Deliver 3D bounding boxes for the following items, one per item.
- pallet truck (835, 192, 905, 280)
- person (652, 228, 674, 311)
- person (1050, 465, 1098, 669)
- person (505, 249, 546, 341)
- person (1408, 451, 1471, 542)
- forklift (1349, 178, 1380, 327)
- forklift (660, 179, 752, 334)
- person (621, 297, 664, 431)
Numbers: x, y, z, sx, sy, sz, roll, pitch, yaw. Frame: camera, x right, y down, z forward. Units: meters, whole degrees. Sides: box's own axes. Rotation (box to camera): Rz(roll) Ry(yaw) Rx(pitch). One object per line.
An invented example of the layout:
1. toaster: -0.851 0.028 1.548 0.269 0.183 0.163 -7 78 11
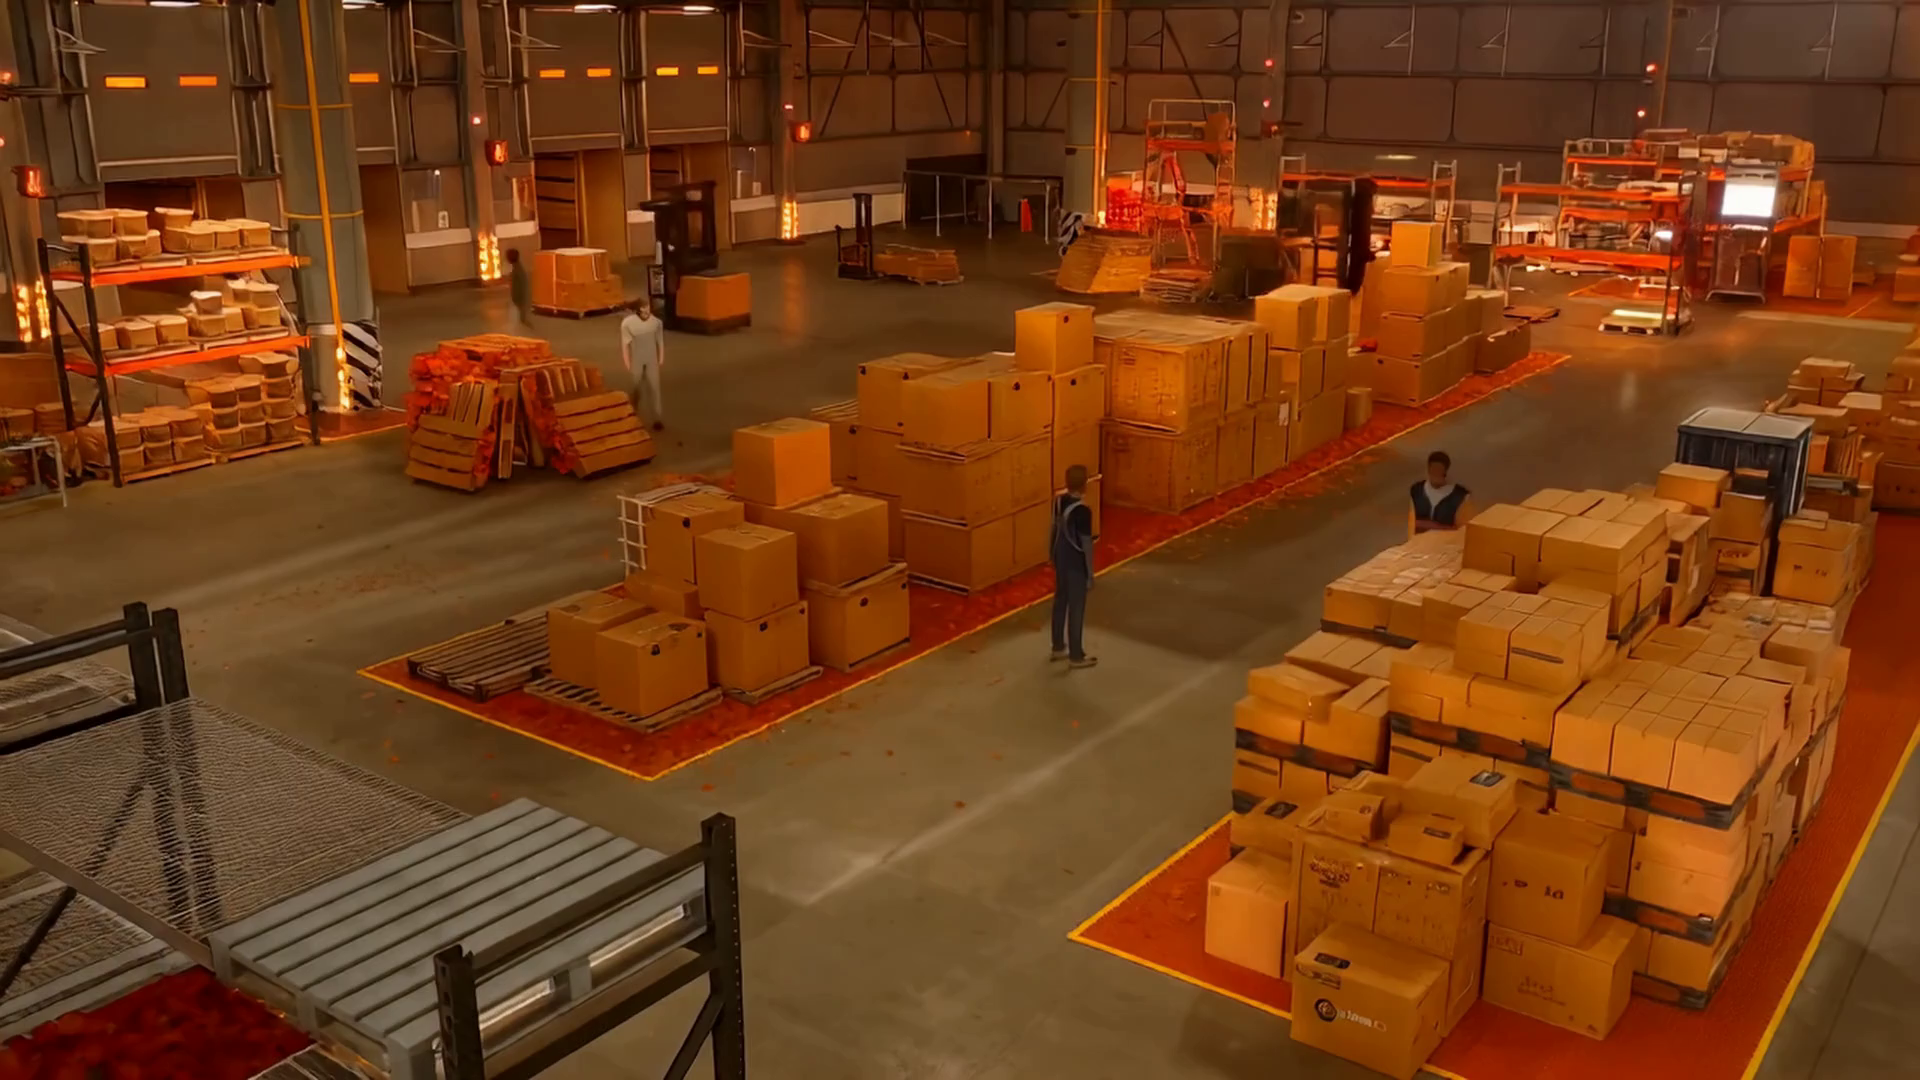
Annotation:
1. pallet truck: -1.936 -7.159 38.982 1.885 1.965 0.823 -12 21 -34
2. person: -5.899 -5.259 32.954 0.881 1.855 0.609 -13 21 -38
3. person: 1.007 0.234 14.766 0.325 1.841 0.517 -12 20 -34
4. person: -7.765 -4.176 29.295 1.031 1.892 0.648 -2 17 -5
5. person: 4.231 0.145 14.996 0.595 1.889 0.851 13 21 36
6. forklift: 7.751 -5.552 32.158 1.873 2.768 1.129 3 17 10
7. forklift: -5.042 -5.468 31.880 1.873 2.768 1.129 12 21 35
8. person: -4.567 -2.573 23.979 0.624 1.904 0.997 -7 18 -22
